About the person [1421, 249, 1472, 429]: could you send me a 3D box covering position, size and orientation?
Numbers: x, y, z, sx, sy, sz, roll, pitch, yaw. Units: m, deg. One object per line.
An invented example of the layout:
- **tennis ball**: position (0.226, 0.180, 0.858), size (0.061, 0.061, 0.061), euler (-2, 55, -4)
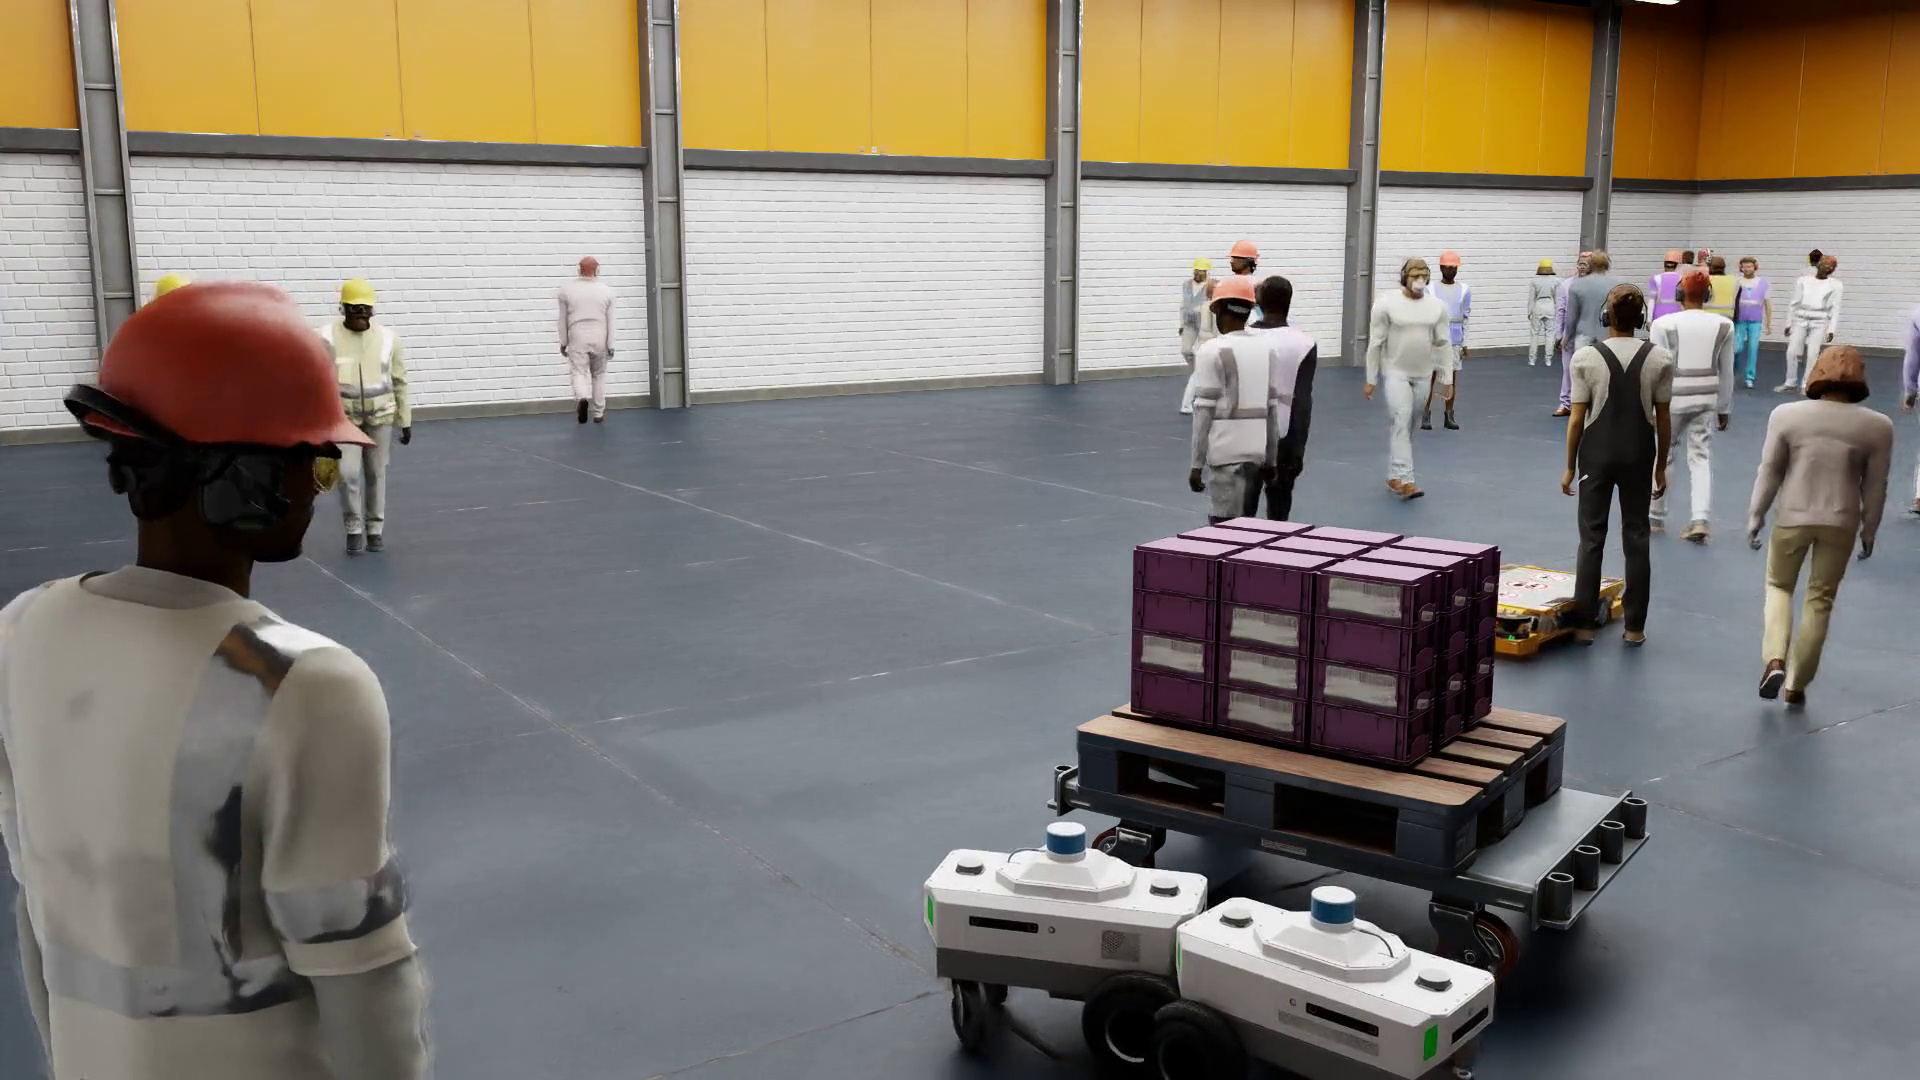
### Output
- **person**: position (5.238, -2.159, 17.980), size (0.543, 1.942, 0.349), euler (0, 10, 2)

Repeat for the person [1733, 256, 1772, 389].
- **person**: position (10.861, -3.002, 22.935), size (0.610, 1.822, 0.501), euler (3, 11, 18)

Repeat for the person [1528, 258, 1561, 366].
- **person**: position (9.449, -3.693, 26.954), size (0.485, 1.744, 0.312), euler (2, 11, 13)

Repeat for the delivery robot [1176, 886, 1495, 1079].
- **delivery robot**: position (0.868, 1.057, 3.898), size (0.707, 0.478, 0.477), euler (9, 14, 41)

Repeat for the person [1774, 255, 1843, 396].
- **person**: position (11.134, -2.795, 21.757), size (0.372, 1.837, 0.703), euler (-9, 14, -42)

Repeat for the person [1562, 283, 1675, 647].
- **person**: position (3.327, -0.372, 8.446), size (0.506, 1.847, 0.343), euler (2, 11, 12)

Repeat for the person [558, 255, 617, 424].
- **person**: position (-4.111, -2.205, 18.405), size (0.640, 1.877, 0.744), euler (-3, 11, -14)

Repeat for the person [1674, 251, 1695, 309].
- **person**: position (13.150, -4.313, 30.120), size (0.767, 1.812, 0.634), euler (-8, 13, -37)

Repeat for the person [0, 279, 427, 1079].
- **person**: position (-0.892, 0.701, 2.071), size (0.627, 2.026, 0.407), euler (5, 11, 25)

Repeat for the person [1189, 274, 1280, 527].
- **person**: position (1.521, -0.450, 8.807), size (0.560, 1.888, 0.876), euler (-8, 13, -39)

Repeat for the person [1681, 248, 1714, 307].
- **person**: position (11.229, -3.457, 25.193), size (0.403, 1.906, 0.651), euler (-4, 11, -19)

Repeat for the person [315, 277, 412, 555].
- **person**: position (-3.893, -0.799, 10.865), size (0.617, 1.811, 0.558), euler (-5, 11, -26)

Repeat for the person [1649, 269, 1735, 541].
- **person**: position (5.021, -0.933, 11.489), size (0.591, 1.862, 0.806), euler (1, 10, 5)

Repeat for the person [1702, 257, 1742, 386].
- **person**: position (10.165, -2.926, 22.572), size (0.639, 1.798, 0.852), euler (-1, 10, -7)

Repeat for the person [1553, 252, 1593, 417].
- **person**: position (7.157, -2.348, 19.115), size (0.652, 1.906, 0.403), euler (8, 13, 37)

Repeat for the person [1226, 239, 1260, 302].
- **person**: position (2.862, -2.022, 16.936), size (0.361, 2.048, 0.614), euler (1, 10, 6)

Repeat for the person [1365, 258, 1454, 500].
- **person**: position (3.604, -1.259, 13.140), size (0.661, 1.901, 0.928), euler (-2, 10, -10)

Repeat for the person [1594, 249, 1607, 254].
- **person**: position (10.952, -4.126, 28.969), size (0.515, 1.868, 0.666), euler (1, 10, 7)

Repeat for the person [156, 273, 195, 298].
- **person**: position (-4.190, -0.489, 8.973), size (0.598, 1.899, 0.885), euler (-8, 13, -38)

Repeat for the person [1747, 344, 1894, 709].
- **person**: position (3.754, -0.050, 7.294), size (0.534, 1.612, 0.361), euler (5, 11, 25)

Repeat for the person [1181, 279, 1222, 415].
- **person**: position (2.968, -2.239, 19.366), size (0.853, 1.588, 0.533), euler (-2, 11, -13)

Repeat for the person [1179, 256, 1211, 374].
- **person**: position (3.251, -2.934, 22.569), size (0.615, 1.813, 0.423), euler (7, 13, 35)

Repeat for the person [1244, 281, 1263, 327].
- **person**: position (3.001, -1.771, 16.684), size (0.510, 1.640, 0.308), euler (0, 10, -1)

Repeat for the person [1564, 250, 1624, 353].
- **person**: position (7.205, -2.323, 18.903), size (0.629, 1.941, 0.382), euler (2, 11, 11)

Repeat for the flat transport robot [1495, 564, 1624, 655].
- **flat transport robot**: position (2.979, 0.346, 8.832), size (0.652, 0.197, 1.431), euler (10, 14, 42)

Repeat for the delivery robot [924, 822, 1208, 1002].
- **delivery robot**: position (0.273, 0.978, 4.329), size (0.707, 0.478, 0.477), euler (3, 11, 16)

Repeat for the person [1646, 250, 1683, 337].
- **person**: position (10.166, -3.212, 23.909), size (0.552, 1.898, 0.982), euler (3, 11, 14)

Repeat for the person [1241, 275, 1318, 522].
- **person**: position (1.683, -0.564, 9.473), size (0.603, 1.873, 0.819), euler (6, 12, 28)

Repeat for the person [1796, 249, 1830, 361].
- **person**: position (14.273, -3.931, 27.892), size (0.531, 1.870, 0.316), euler (4, 11, 22)

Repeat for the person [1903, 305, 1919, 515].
- **person**: position (7.193, -1.062, 12.024), size (0.597, 1.919, 0.626), euler (-5, 11, -24)

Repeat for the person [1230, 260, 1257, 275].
- **person**: position (3.153, -2.243, 18.450), size (0.370, 1.935, 0.552), euler (2, 10, 8)
